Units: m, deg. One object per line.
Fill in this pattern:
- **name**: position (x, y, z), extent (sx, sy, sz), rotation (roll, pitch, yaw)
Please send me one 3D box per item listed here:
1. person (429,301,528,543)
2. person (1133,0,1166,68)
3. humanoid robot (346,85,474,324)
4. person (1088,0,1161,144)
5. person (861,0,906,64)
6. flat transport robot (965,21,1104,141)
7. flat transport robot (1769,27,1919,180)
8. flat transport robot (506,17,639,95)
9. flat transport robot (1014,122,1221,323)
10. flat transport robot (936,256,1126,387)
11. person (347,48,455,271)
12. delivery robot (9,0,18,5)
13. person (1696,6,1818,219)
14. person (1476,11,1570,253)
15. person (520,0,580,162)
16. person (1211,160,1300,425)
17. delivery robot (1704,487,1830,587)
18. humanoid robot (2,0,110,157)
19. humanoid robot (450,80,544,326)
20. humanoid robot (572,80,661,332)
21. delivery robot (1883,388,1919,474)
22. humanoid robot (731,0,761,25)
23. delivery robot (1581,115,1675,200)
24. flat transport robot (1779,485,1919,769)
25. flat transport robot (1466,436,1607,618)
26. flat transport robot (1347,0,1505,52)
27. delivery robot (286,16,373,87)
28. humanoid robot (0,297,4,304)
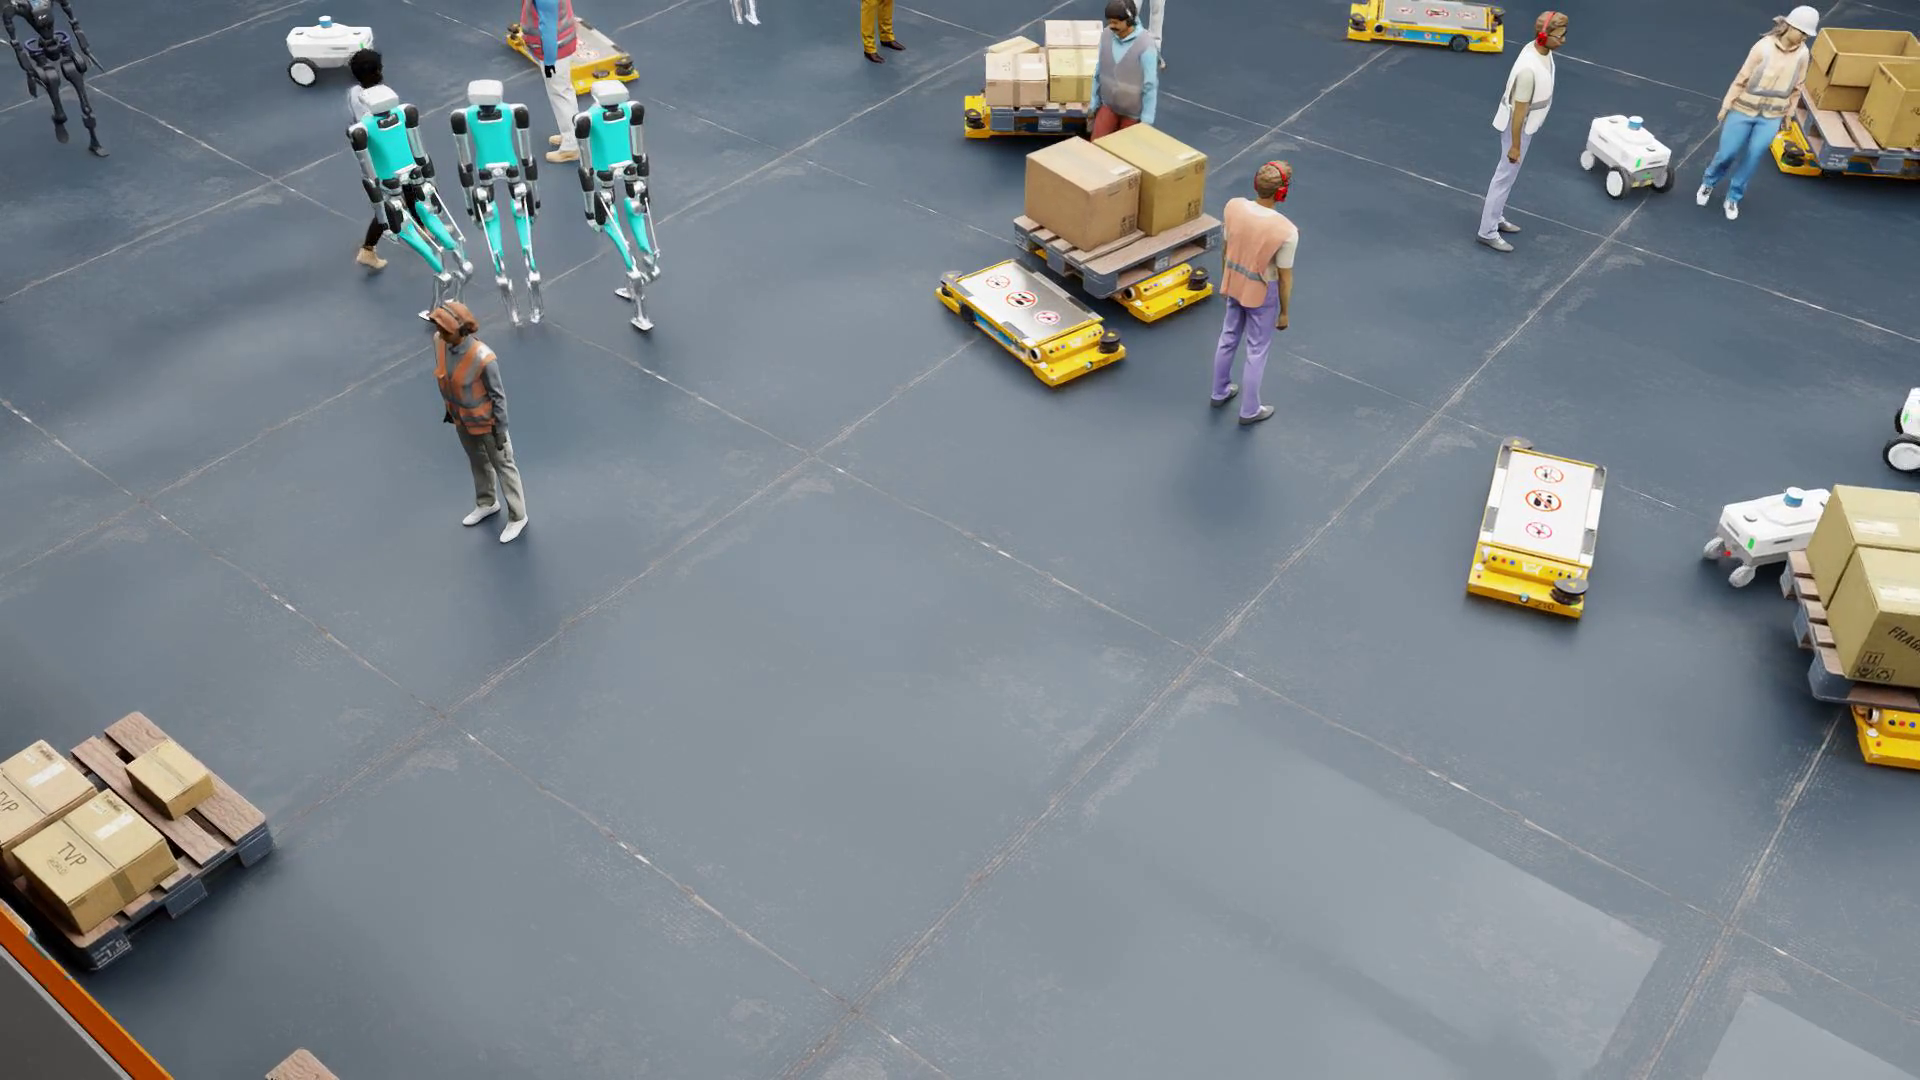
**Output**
- **person**: position (-2.857, -0.714, 9.858), extent (0.514, 1.639, 0.308), rotation (24, 46, 26)
- **person**: position (1.712, -5.140, 14.878), extent (0.579, 1.882, 0.340), rotation (-7, 41, -8)
- **humanoid robot**: position (-3.714, -2.267, 11.532), extent (0.746, 1.692, 0.531), rotation (27, 47, 28)
- **person**: position (1.255, -3.288, 12.732), extent (0.595, 1.846, 0.499), rotation (27, 47, 28)
- **person**: position (-0.718, -5.243, 15.099), extent (0.340, 1.754, 0.526), rotation (24, 46, 26)
- **flat transport robot**: position (0.759, -3.719, 14.453), extent (1.431, 0.231, 0.659), rotation (0, 40, 0)
- **flat transport robot**: position (7.556, -3.247, 13.897), extent (1.431, 0.231, 0.659), rotation (6, 41, 6)
- **flat transport robot**: position (-3.601, -4.509, 15.383), extent (0.659, 0.231, 1.431), rotation (-25, 46, -27)
- **flat transport robot**: position (1.177, -2.118, 12.570), extent (0.659, 0.231, 1.431), rotation (-27, 47, -28)
- **flat transport robot**: position (0.491, -1.606, 11.968), extent (0.659, 0.231, 1.431), rotation (-24, 46, -26)
- **person**: position (-4.295, -2.833, 12.336), extent (0.839, 1.659, 0.523), rotation (-27, 47, -28)
- **delivery robot**: position (-9.607, -5.412, 16.236), extent (0.809, 0.611, 0.499), rotation (-21, 45, -23)
- **person**: position (6.165, -3.322, 12.874), extent (0.555, 1.697, 0.379), rotation (8, 41, 10)
- **person**: position (4.194, -3.083, 12.488), extent (0.372, 1.842, 0.568), rotation (17, 43, 19)
- **person**: position (-3.341, -4.024, 13.611), extent (0.430, 1.830, 0.633), rotation (-6, 41, -7)
- **person**: position (1.884, -1.573, 10.720), extent (0.380, 1.836, 0.563), rotation (-30, 49, -30)
- **delivery robot**: position (4.925, -0.049, 9.929), extent (0.790, 0.614, 0.499), rotation (-9, 41, -11)
- **humanoid robot**: position (-7.431, -3.961, 13.651), extent (0.596, 1.648, 0.499), rotation (-32, 50, -32)
- **humanoid robot**: position (-3.159, -2.265, 11.613), extent (0.548, 1.799, 0.658), rotation (-12, 42, -14)
- **humanoid robot**: position (-2.273, -2.279, 11.647), extent (0.583, 1.782, 0.891), rotation (-28, 48, -29)
- **delivery robot**: position (6.402, -0.678, 10.649), extent (0.769, 0.587, 0.499), rotation (22, 45, 24)
- **humanoid robot**: position (-2.086, -5.684, 15.679), extent (0.533, 1.842, 0.702), rotation (-17, 43, -19)
- **delivery robot**: position (5.451, -3.153, 13.559), extent (0.499, 0.585, 0.765), rotation (-11, 42, -13)
- **flat transport robot**: position (5.242, 0.705, 9.249), extent (0.659, 0.231, 1.431), rotation (7, 41, 8)
- **flat transport robot**: position (3.555, -0.106, 10.203), extent (0.659, 0.231, 1.431), rotation (14, 42, 16)
- **flat transport robot**: position (4.452, -4.930, 15.877), extent (1.431, 0.231, 0.659), rotation (9, 41, 10)
- **delivery robot**: position (-5.695, -4.456, 15.081), extent (0.750, 0.570, 0.499), rotation (0, 40, 0)
- **humanoid robot**: position (-7.232, -2.374, 11.784), extent (0.374, 1.652, 0.592), rotation (-1, 40, -1)
